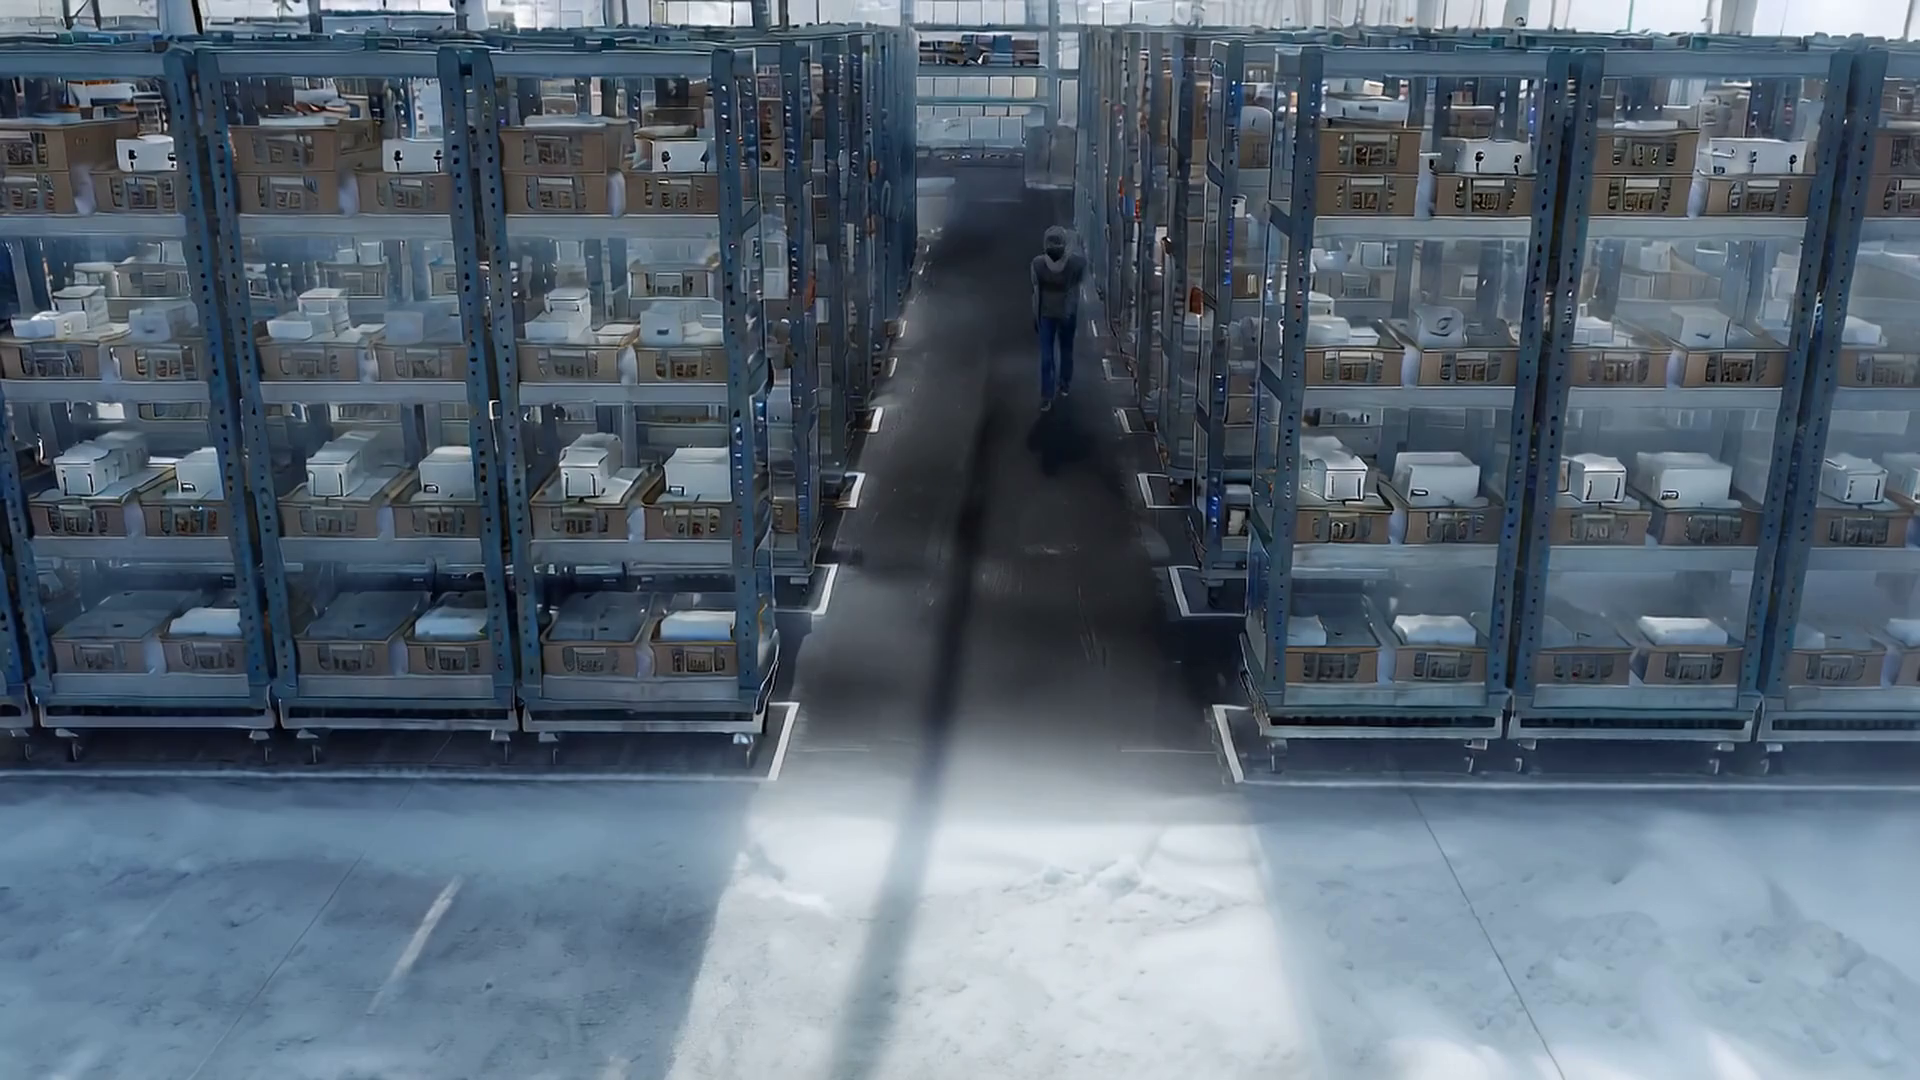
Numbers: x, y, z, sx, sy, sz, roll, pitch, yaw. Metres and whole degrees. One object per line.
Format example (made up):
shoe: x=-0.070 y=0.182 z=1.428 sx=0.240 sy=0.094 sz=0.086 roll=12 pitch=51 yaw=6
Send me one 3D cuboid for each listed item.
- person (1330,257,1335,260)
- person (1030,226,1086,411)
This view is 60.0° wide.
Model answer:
person: x=4.107 y=-2.494 z=17.201 sx=0.708 sy=1.883 sz=1.081 roll=4 pitch=18 yaw=11
person: x=0.977 y=-2.254 z=16.633 sx=0.564 sy=1.791 sz=1.012 roll=2 pitch=18 yaw=7
